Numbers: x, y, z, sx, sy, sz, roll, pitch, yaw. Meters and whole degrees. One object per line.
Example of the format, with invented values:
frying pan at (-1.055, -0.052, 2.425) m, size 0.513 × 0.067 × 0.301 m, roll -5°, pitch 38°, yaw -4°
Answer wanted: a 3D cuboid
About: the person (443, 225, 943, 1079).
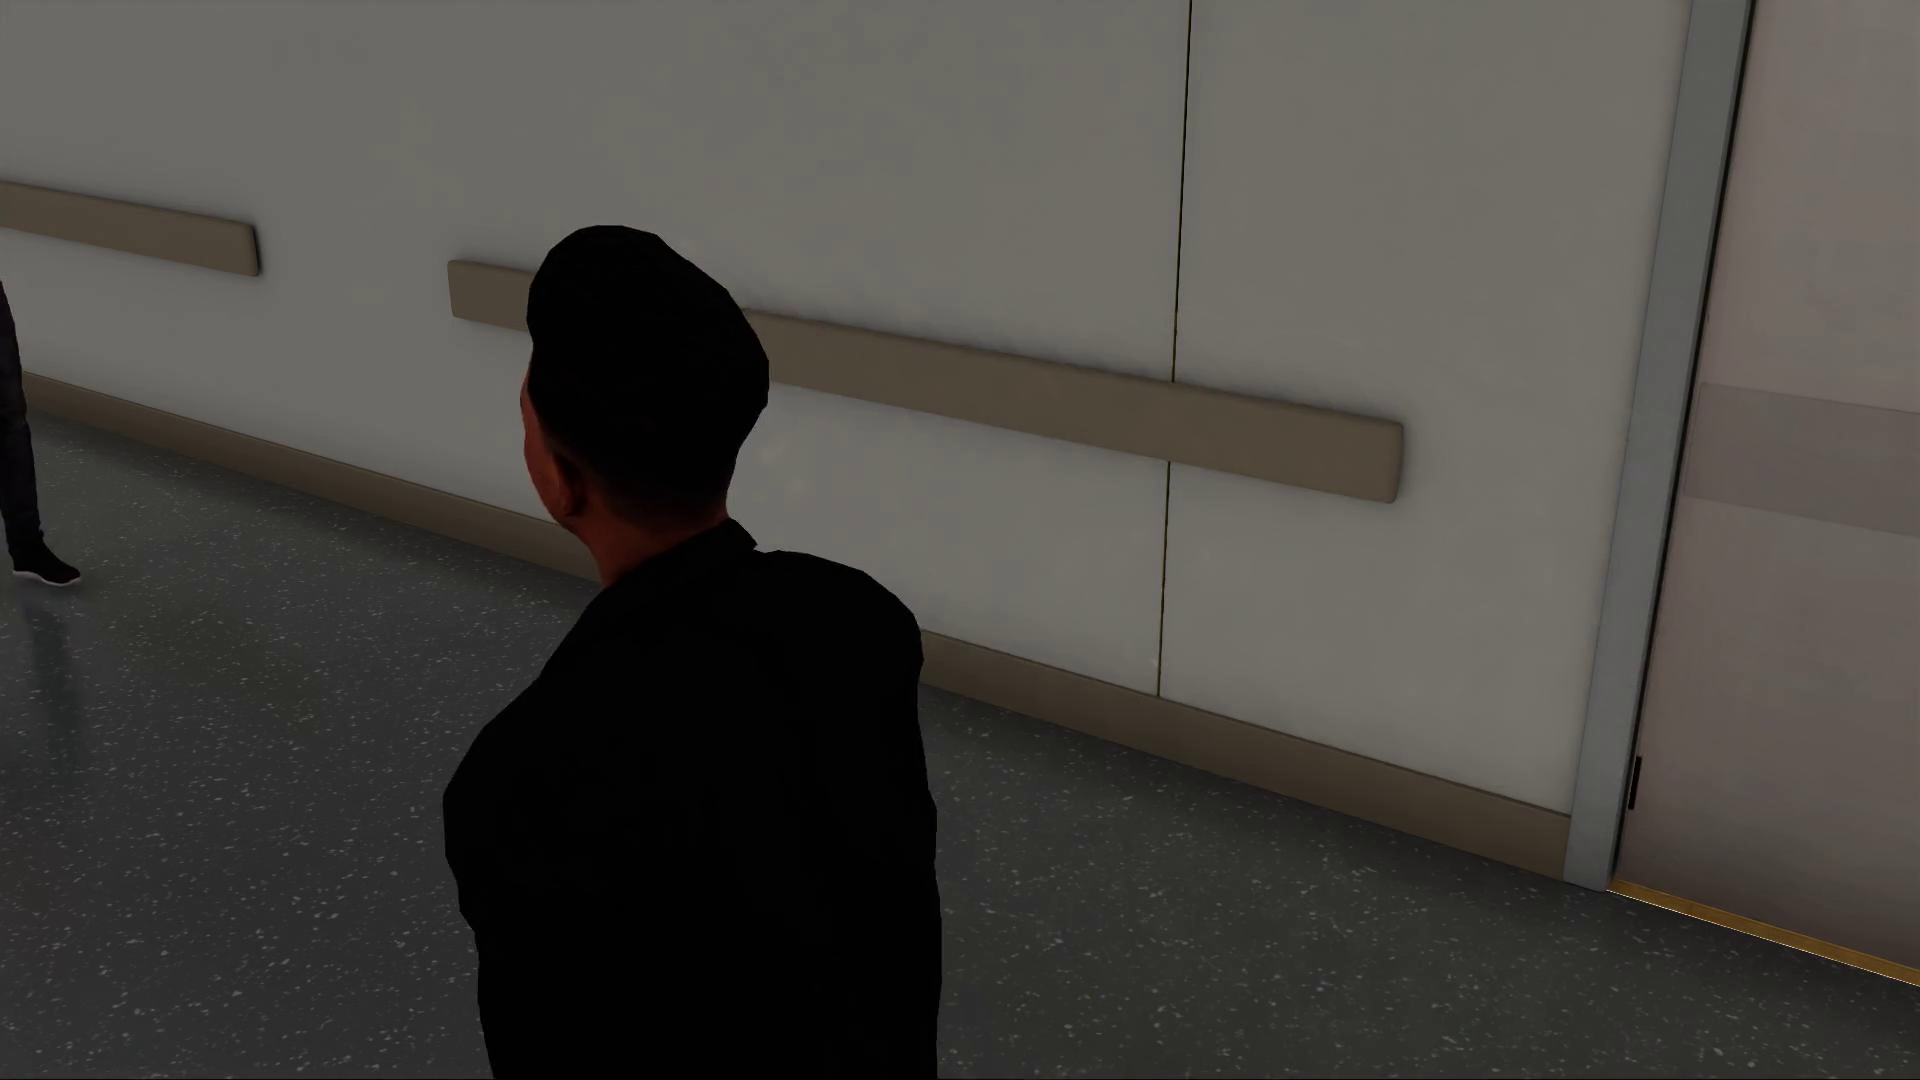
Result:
person at (-0.153, 0.624, 1.603) m, size 0.845 × 1.789 × 1.089 m, roll 18°, pitch 27°, yaw 40°
